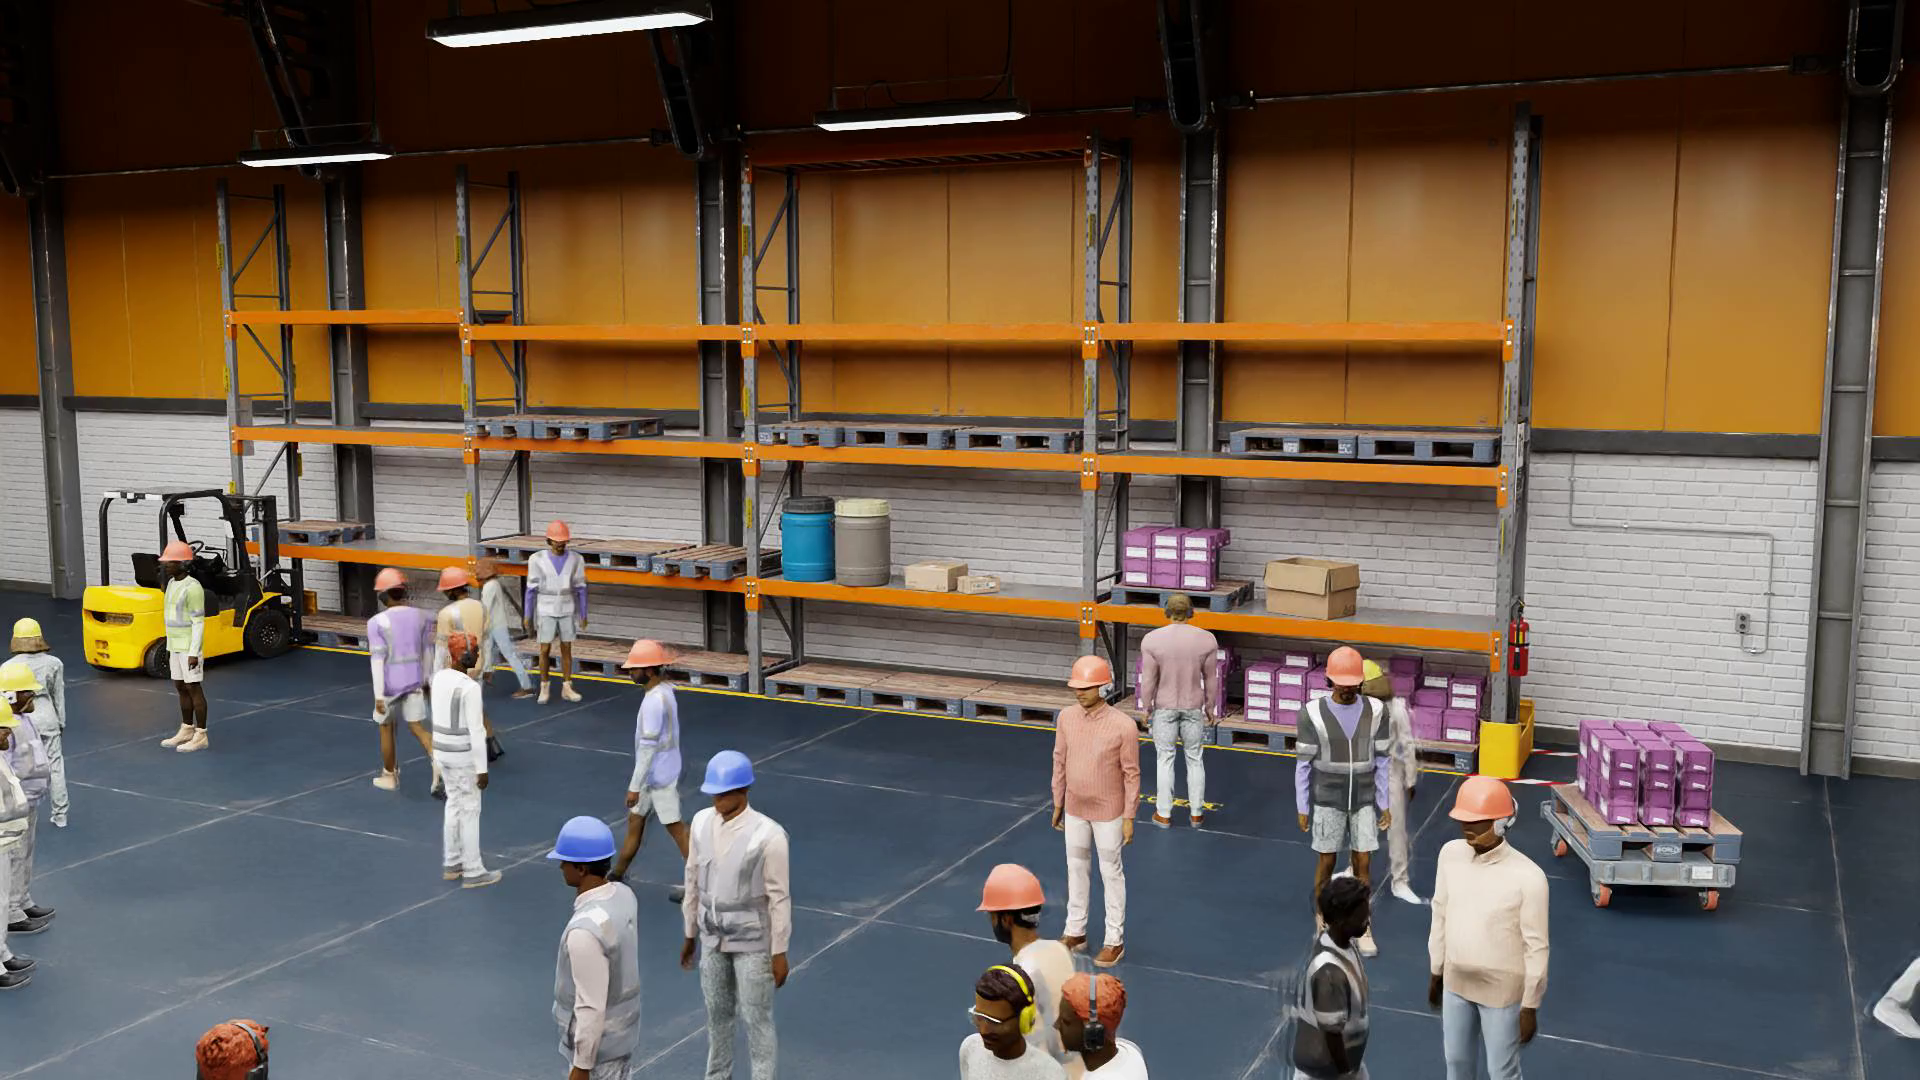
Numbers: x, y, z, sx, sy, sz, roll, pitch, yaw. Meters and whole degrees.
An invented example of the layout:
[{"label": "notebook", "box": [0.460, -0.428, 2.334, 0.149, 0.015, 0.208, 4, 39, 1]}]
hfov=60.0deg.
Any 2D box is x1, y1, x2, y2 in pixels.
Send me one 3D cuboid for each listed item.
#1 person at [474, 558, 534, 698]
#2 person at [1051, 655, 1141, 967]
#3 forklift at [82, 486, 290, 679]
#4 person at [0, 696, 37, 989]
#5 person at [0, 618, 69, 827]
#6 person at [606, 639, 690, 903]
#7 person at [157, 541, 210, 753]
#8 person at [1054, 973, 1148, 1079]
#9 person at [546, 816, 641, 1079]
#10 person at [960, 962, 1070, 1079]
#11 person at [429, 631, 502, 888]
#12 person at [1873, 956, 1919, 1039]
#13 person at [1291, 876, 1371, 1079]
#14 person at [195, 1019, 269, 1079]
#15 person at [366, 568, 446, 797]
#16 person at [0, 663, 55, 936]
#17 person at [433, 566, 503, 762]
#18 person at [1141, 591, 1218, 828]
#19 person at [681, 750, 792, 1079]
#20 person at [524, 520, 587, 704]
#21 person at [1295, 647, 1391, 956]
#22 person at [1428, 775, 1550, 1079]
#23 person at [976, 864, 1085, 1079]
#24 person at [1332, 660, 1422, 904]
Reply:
[{"label": "person", "box": [-5.170, 0.979, 18.381, 0.923, 1.569, 0.507, -1, 7, -9]}, {"label": "person", "box": [0.843, 1.712, 10.594, 0.621, 1.992, 0.397, 5, 9, 36]}, {"label": "forklift", "box": [-9.426, 0.454, 20.179, 1.214, 2.155, 2.313, 3, 8, 26]}, {"label": "person", "box": [-5.928, 1.850, 10.200, 0.403, 1.817, 0.601, -3, 8, -26]}, {"label": "person", "box": [-7.507, 1.494, 13.479, 0.335, 1.734, 0.480, 5, 9, 37]}, {"label": "person", "box": [-2.193, 1.637, 11.673, 0.965, 1.890, 0.556, -1, 7, -8]}, {"label": "person", "box": [-7.518, 1.023, 16.081, 0.607, 2.048, 0.367, 6, 9, 41]}, {"label": "person", "box": [0.490, 2.373, 5.641, 0.348, 1.876, 0.576, 2, 7, 16]}, {"label": "person", "box": [-1.574, 2.146, 7.199, 0.399, 1.945, 0.616, 0, 7, 3]}, {"label": "person", "box": [0.162, 2.363, 5.779, 0.331, 1.863, 0.509, -7, 10, -44]}, {"label": "person", "box": [-3.616, 1.596, 12.090, 0.610, 1.876, 0.394, 6, 9, 39]}, {"label": "person", "box": [5.695, 1.936, 9.273, 1.007, 1.876, 0.587, 5, 9, 37]}, {"label": "person", "box": [1.717, 2.284, 7.285, 0.850, 1.639, 0.548, 3, 7, 21]}, {"label": "person", "box": [-2.251, 2.424, 5.211, 0.583, 1.879, 0.361, 2, 7, 19]}, {"label": "person", "box": [-4.813, 1.244, 14.465, 0.950, 2.008, 0.635, 5, 9, 37]}, {"label": "person", "box": [-6.324, 1.730, 11.179, 0.404, 1.824, 0.586, -2, 7, -16]}, {"label": "person", "box": [-4.605, 1.180, 15.351, 0.536, 1.909, 0.573, 4, 8, 29]}, {"label": "person", "box": [1.781, 1.382, 13.558, 0.633, 1.936, 0.355, 0, 7, -3]}, {"label": "person", "box": [-1.131, 2.002, 8.404, 0.611, 1.947, 0.405, 4, 8, 32]}, {"label": "person", "box": [-4.396, 0.788, 18.121, 0.674, 2.030, 0.435, -3, 8, -24]}, {"label": "person", "box": [2.478, 1.681, 10.735, 0.619, 2.028, 0.410, 0, 7, -2]}, {"label": "person", "box": [2.415, 2.062, 7.713, 0.397, 1.990, 0.623, -5, 8, -34]}, {"label": "person", "box": [0.347, 2.256, 6.711, 1.032, 1.853, 0.586, 4, 8, 30]}, {"label": "person", "box": [2.987, 1.708, 11.848, 0.343, 1.709, 0.732, -6, 9, -40]}]
